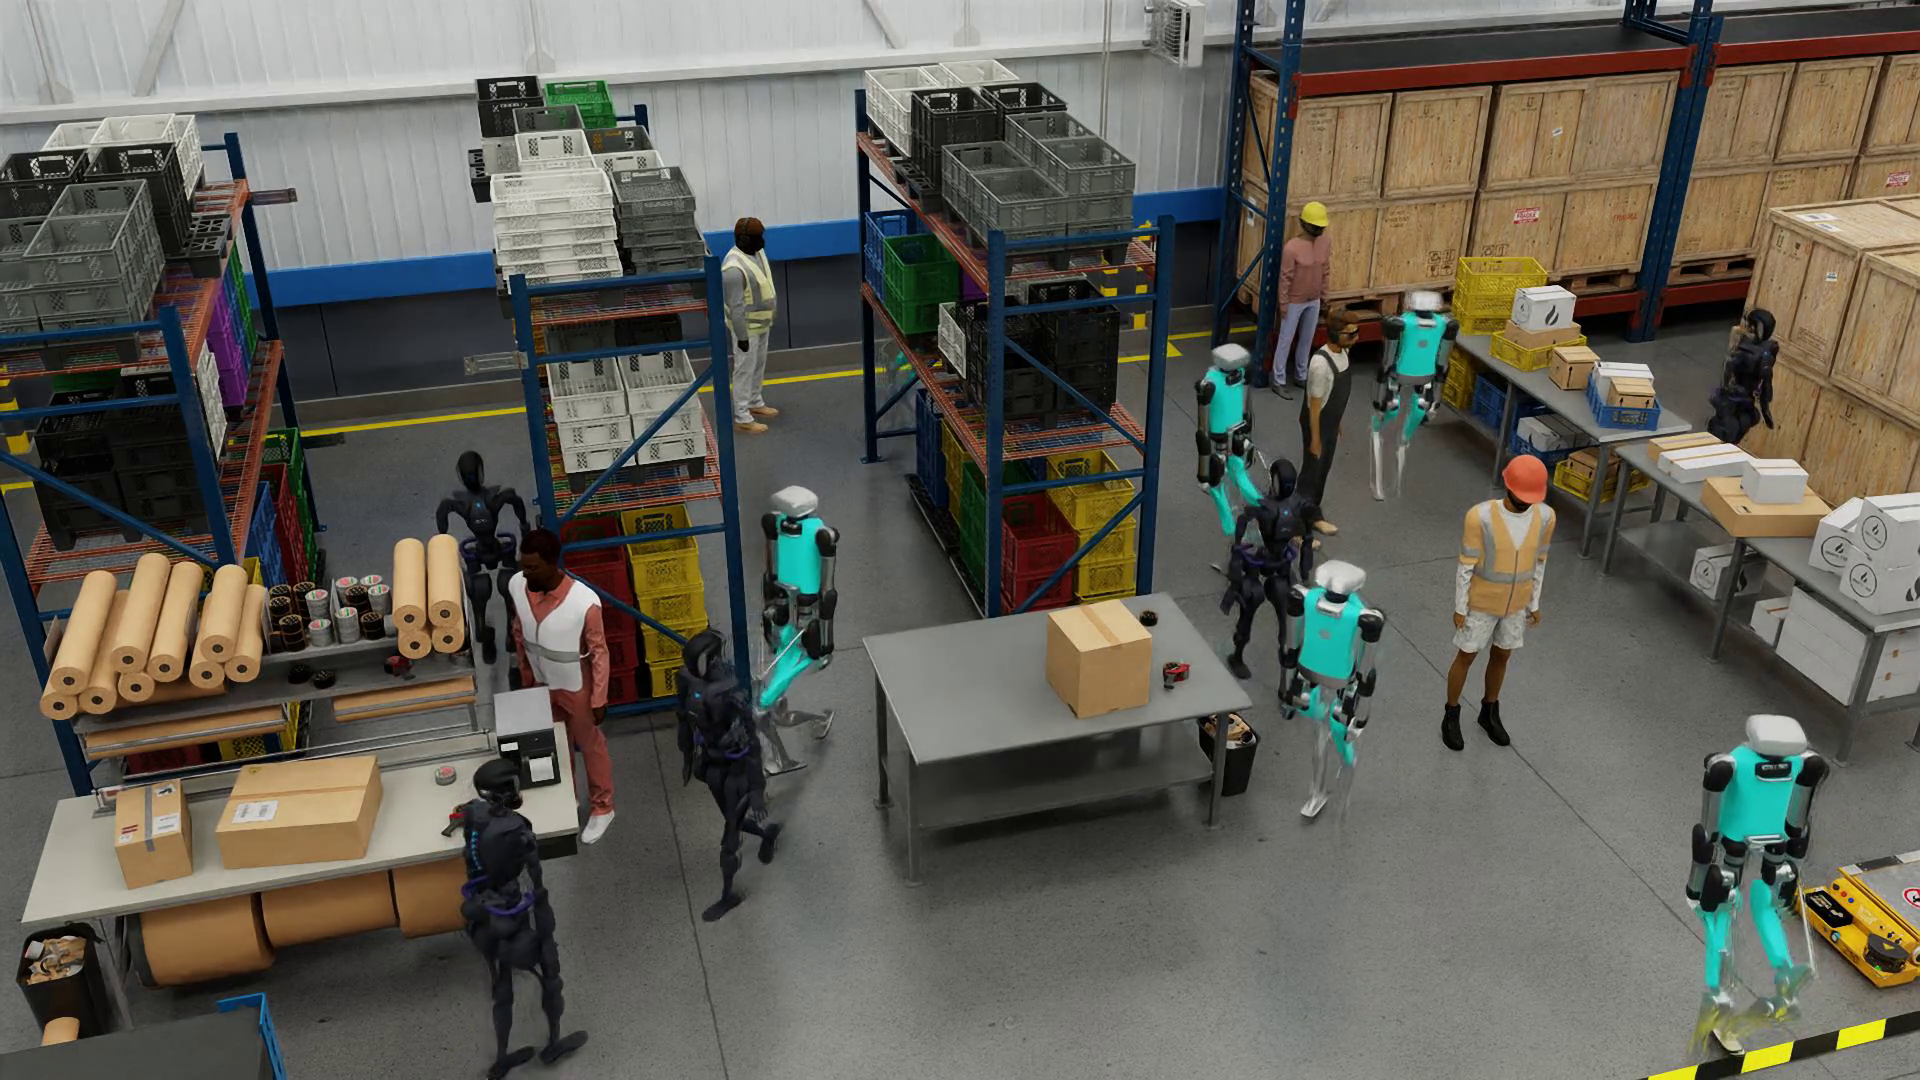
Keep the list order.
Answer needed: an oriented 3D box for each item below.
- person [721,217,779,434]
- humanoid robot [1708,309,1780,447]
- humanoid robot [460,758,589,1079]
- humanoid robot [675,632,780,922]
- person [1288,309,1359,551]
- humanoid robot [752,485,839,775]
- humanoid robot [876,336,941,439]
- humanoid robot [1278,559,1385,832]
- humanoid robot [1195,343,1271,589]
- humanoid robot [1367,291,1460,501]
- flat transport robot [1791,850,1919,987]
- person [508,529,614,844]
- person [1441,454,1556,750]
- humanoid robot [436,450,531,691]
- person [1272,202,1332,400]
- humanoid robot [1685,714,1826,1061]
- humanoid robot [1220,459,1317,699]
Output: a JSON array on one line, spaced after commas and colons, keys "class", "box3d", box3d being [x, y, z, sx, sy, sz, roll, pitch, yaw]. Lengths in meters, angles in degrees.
[{"class": "person", "box3d": [-1.723, -1.791, 13.803, 0.430, 1.833, 0.619, 7, 29, 12]}, {"class": "humanoid robot", "box3d": [5.882, -0.939, 12.439, 0.598, 1.634, 0.735, -15, 32, -25]}, {"class": "humanoid robot", "box3d": [-2.061, 1.732, 7.556, 0.589, 1.644, 0.447, 20, 35, 32]}, {"class": "humanoid robot", "box3d": [-1.168, 1.150, 8.649, 0.598, 1.637, 0.702, 19, 34, 31]}, {"class": "person", "box3d": [2.624, -0.805, 12.005, 0.336, 1.836, 0.502, 18, 34, 30]}, {"class": "humanoid robot", "box3d": [-1.047, 0.593, 9.542, 0.577, 1.736, 0.942, 21, 35, 33]}, {"class": "humanoid robot", "box3d": [-0.439, -1.590, 13.648, 0.734, 1.906, 0.552, -7, 30, -13]}, {"class": "humanoid robot", "box3d": [2.075, 0.865, 9.165, 0.541, 1.878, 0.727, 18, 34, 29]}, {"class": "humanoid robot", "box3d": [1.942, -0.417, 11.494, 0.552, 1.885, 0.671, -24, 37, -37]}, {"class": "humanoid robot", "box3d": [3.366, -1.081, 12.671, 0.551, 1.839, 0.703, -1, 29, -2]}, {"class": "flat transport robot", "box3d": [5.163, 1.916, 8.676, 1.431, 0.231, 0.659, -8, 30, -14]}, {"class": "person", "box3d": [-2.142, 0.775, 9.040, 0.588, 1.919, 0.395, 14, 32, 24]}, {"class": "person", "box3d": [3.170, 0.365, 9.775, 0.541, 1.928, 0.365, -4, 29, -7]}, {"class": "humanoid robot", "box3d": [-2.926, 0.153, 10.430, 0.607, 1.642, 0.465, -9, 30, -15]}, {"class": "person", "box3d": [2.983, -2.074, 14.391, 0.521, 1.760, 0.332, -16, 32, -26]}, {"class": "humanoid robot", "box3d": [3.628, 1.743, 7.573, 0.538, 1.883, 0.734, -2, 29, -3]}, {"class": "humanoid robot", "box3d": [1.927, 0.248, 10.279, 0.609, 1.623, 0.760, -8, 30, -15]}]
